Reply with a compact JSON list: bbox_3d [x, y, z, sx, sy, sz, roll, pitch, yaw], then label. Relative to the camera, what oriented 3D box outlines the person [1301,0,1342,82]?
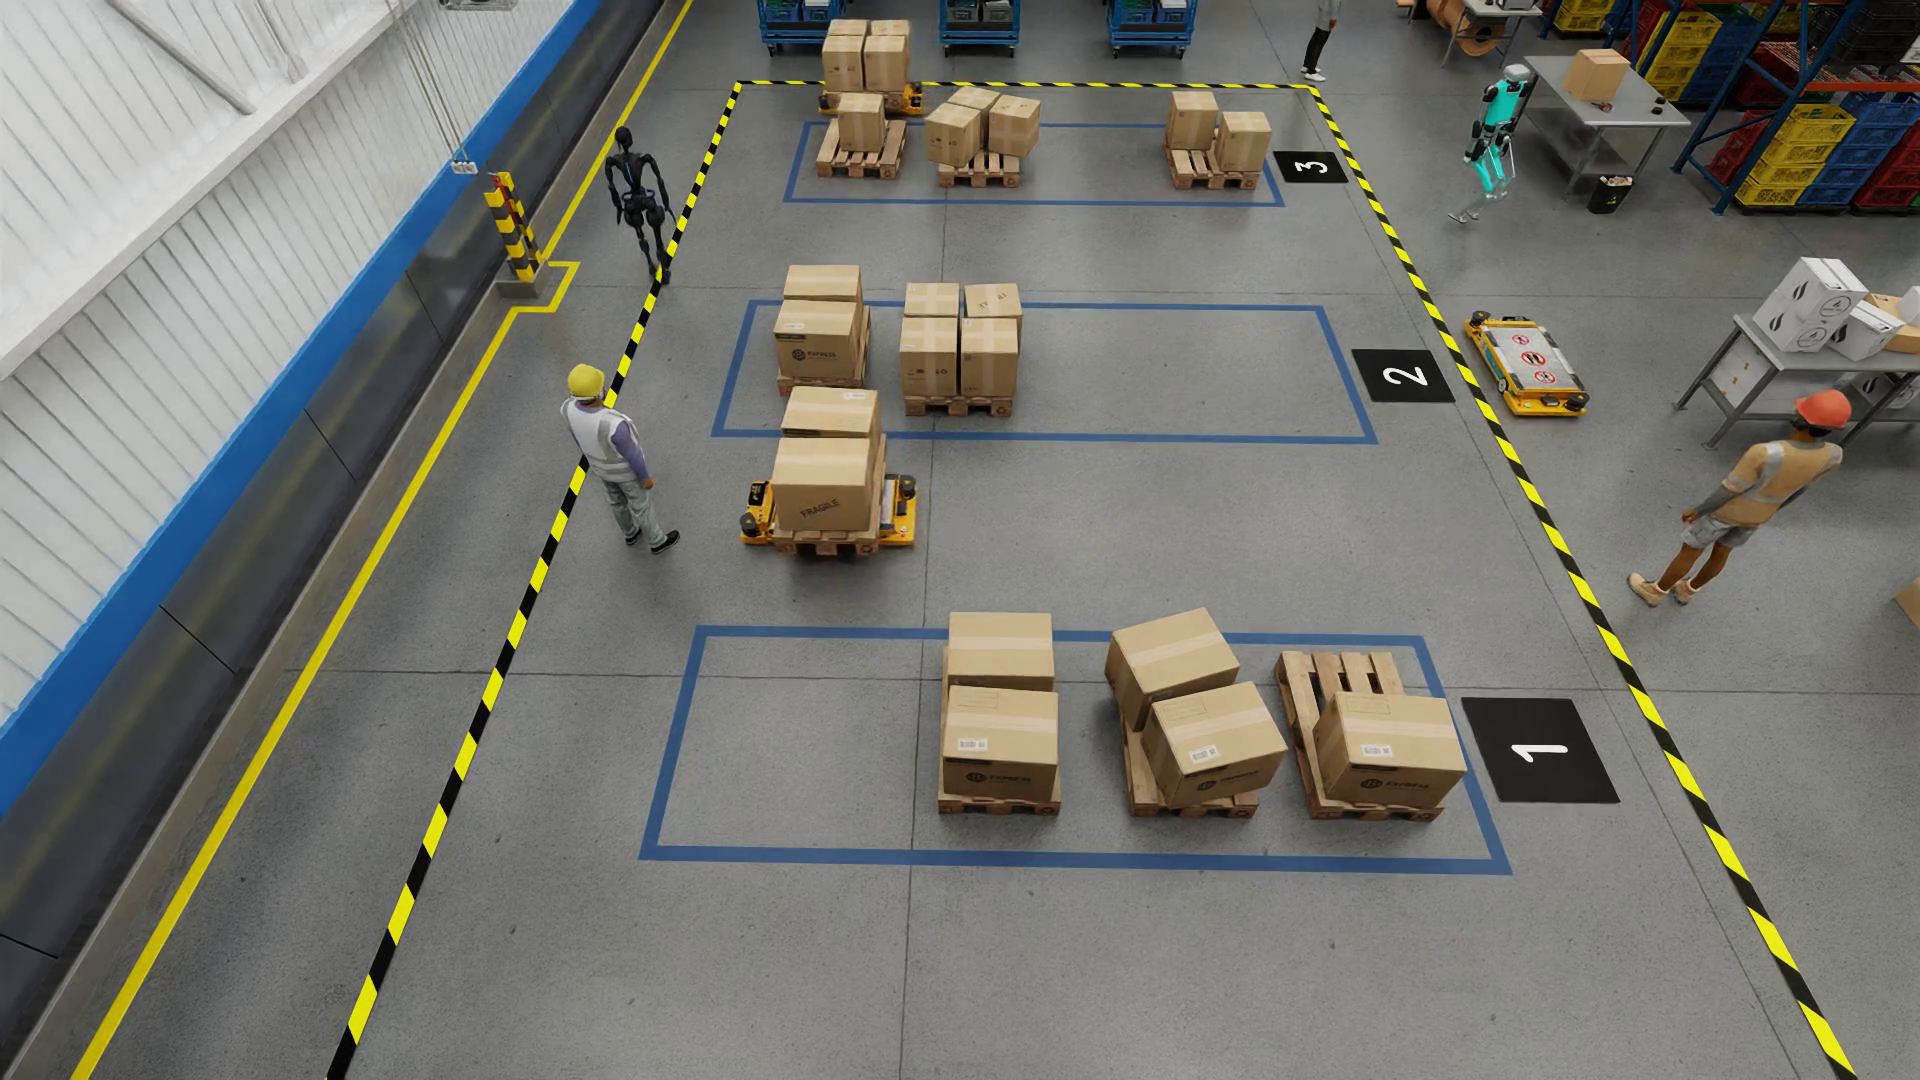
[{"bbox_3d":[5.291,-7.545,13.017,0.397,1.850,0.597,3,49,2],"label":"person"}]

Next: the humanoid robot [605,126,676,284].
[{"bbox_3d":[-3.341,-3.511,9.641,0.613,1.638,0.455,-7,50,-6],"label":"humanoid robot"}]

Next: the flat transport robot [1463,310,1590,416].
[{"bbox_3d":[5.573,-1.757,9.054,0.659,0.231,1.431,1,49,1],"label":"flat transport robot"}]

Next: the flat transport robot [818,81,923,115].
[{"bbox_3d":[-1.251,-6.245,12.921,1.431,0.197,0.652,1,49,1],"label":"flat transport robot"}]

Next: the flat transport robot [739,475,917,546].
[{"bbox_3d":[-1.097,-0.269,7.748,1.431,0.197,0.652,1,49,1],"label":"flat transport robot"}]

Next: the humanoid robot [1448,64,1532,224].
[{"bbox_3d":[5.997,-4.313,10.207,0.533,1.675,0.735,-12,50,-10],"label":"humanoid robot"}]

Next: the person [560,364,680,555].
[{"bbox_3d":[-2.603,-0.592,7.007,0.593,1.837,0.404,21,52,17],"label":"person"}]

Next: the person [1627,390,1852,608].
[{"bbox_3d":[5.568,-0.242,6.570,0.604,2.045,0.375,-1,49,-1],"label":"person"}]
